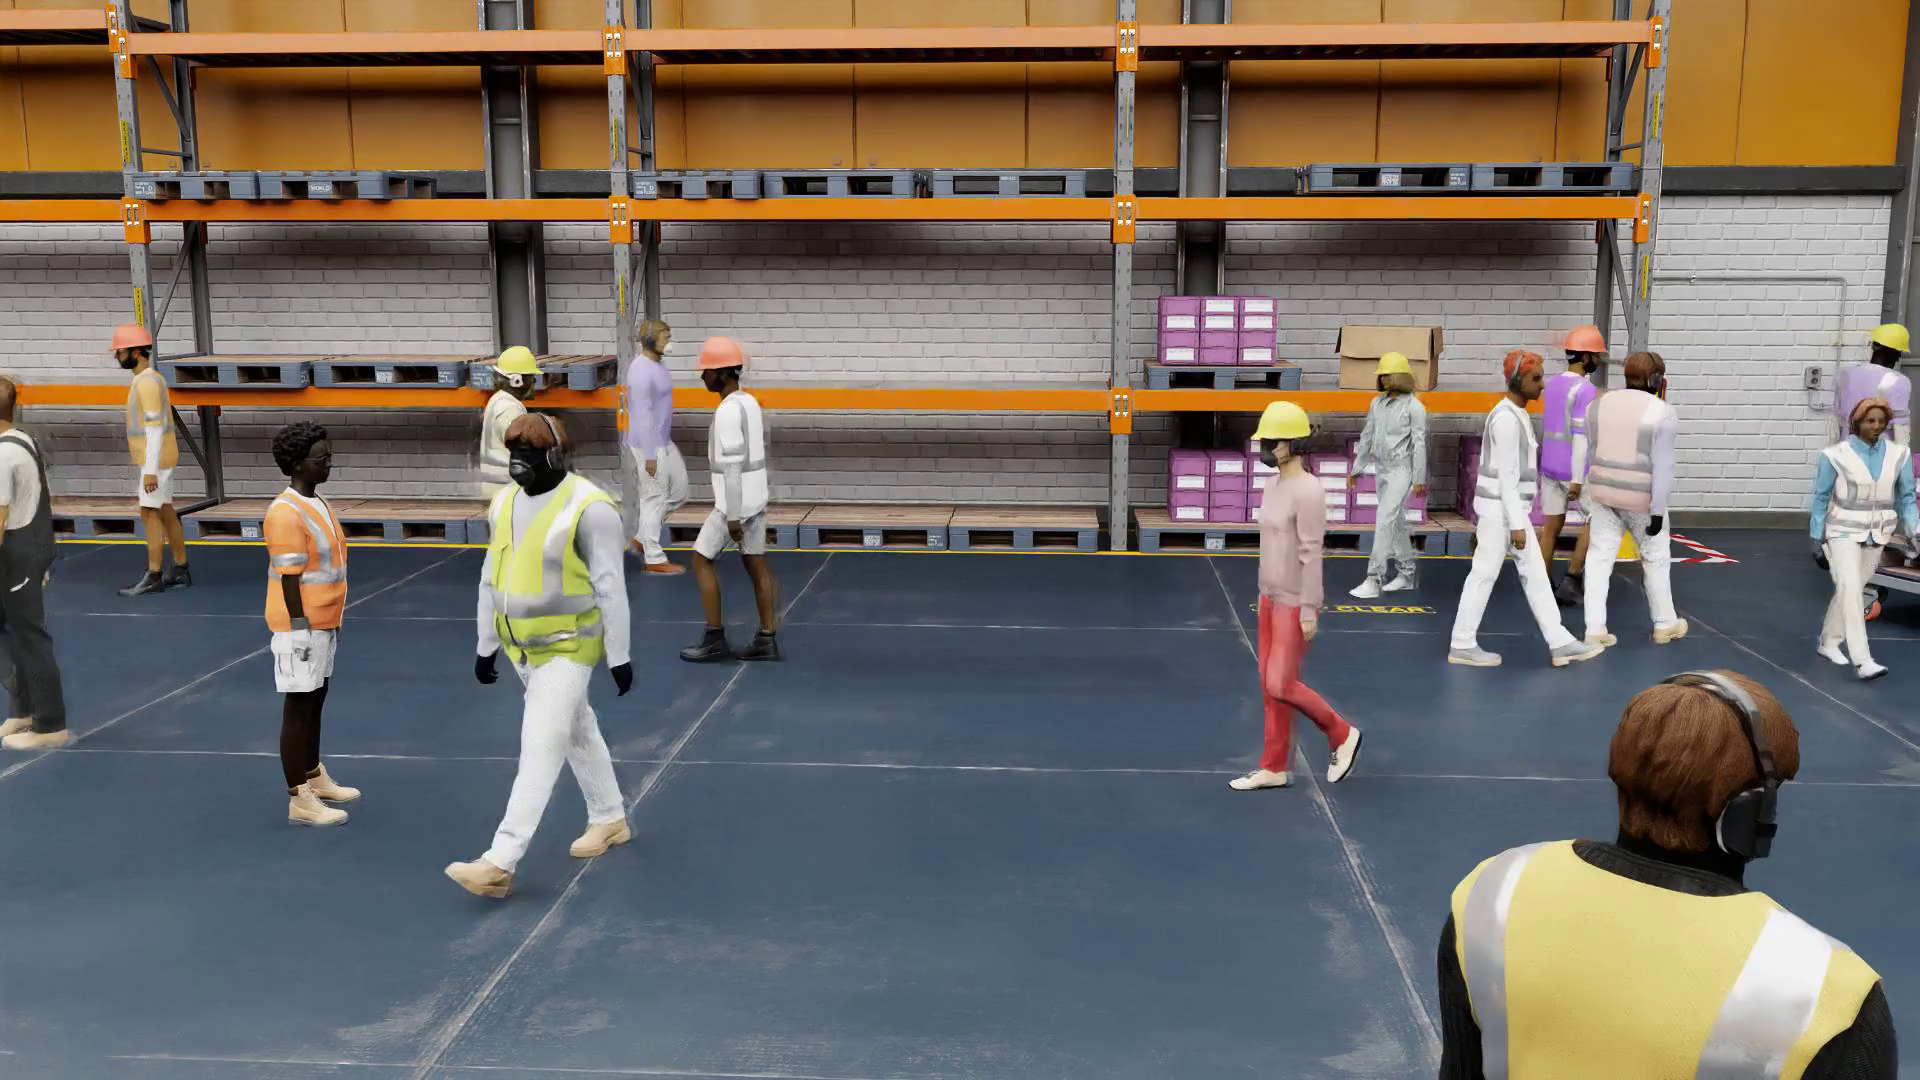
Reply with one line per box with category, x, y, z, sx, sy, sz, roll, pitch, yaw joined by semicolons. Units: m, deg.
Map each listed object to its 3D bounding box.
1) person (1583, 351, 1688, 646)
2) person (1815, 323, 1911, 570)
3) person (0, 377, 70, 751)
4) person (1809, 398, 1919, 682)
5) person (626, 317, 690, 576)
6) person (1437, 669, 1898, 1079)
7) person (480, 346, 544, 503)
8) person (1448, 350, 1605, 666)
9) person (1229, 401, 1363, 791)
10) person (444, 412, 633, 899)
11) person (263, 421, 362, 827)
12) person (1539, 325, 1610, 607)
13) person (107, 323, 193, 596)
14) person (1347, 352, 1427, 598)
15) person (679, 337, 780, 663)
person;4.153;-0.243;10.172;0.885;1.804;0.627;-7;12;-37
person;6.672;-0.647;12.246;0.464;1.895;0.606;-4;10;-21
person;-4.573;0.125;7.921;0.533;1.828;0.535;-4;10;-20
person;5.125;-0.006;9.415;0.512;1.582;0.895;0;10;-1
person;-2.242;-0.681;12.349;0.431;1.929;0.650;1;10;3
person;0.962;1.080;2.301;0.429;1.841;0.633;-7;12;-37
person;-2.766;-0.312;10.546;0.583;1.812;0.614;-3;10;-15
person;3.258;-0.148;9.473;0.928;1.845;0.589;4;11;24
person;1.481;0.262;7.326;0.486;1.751;0.545;-2;10;-12
person;-1.613;0.417;6.308;0.653;1.791;0.973;7;12;37
person;-2.743;0.345;7.020;0.321;1.697;0.529;-1;10;-7
person;4.149;-0.484;11.244;0.514;1.919;0.546;-2;10;-14
person;-5.732;-0.572;11.737;0.397;1.933;0.550;-5;11;-25
person;2.952;-0.447;11.627;0.799;1.713;0.501;-4;11;-24
person;-1.383;-0.223;9.711;0.719;1.908;0.561;3;10;14
